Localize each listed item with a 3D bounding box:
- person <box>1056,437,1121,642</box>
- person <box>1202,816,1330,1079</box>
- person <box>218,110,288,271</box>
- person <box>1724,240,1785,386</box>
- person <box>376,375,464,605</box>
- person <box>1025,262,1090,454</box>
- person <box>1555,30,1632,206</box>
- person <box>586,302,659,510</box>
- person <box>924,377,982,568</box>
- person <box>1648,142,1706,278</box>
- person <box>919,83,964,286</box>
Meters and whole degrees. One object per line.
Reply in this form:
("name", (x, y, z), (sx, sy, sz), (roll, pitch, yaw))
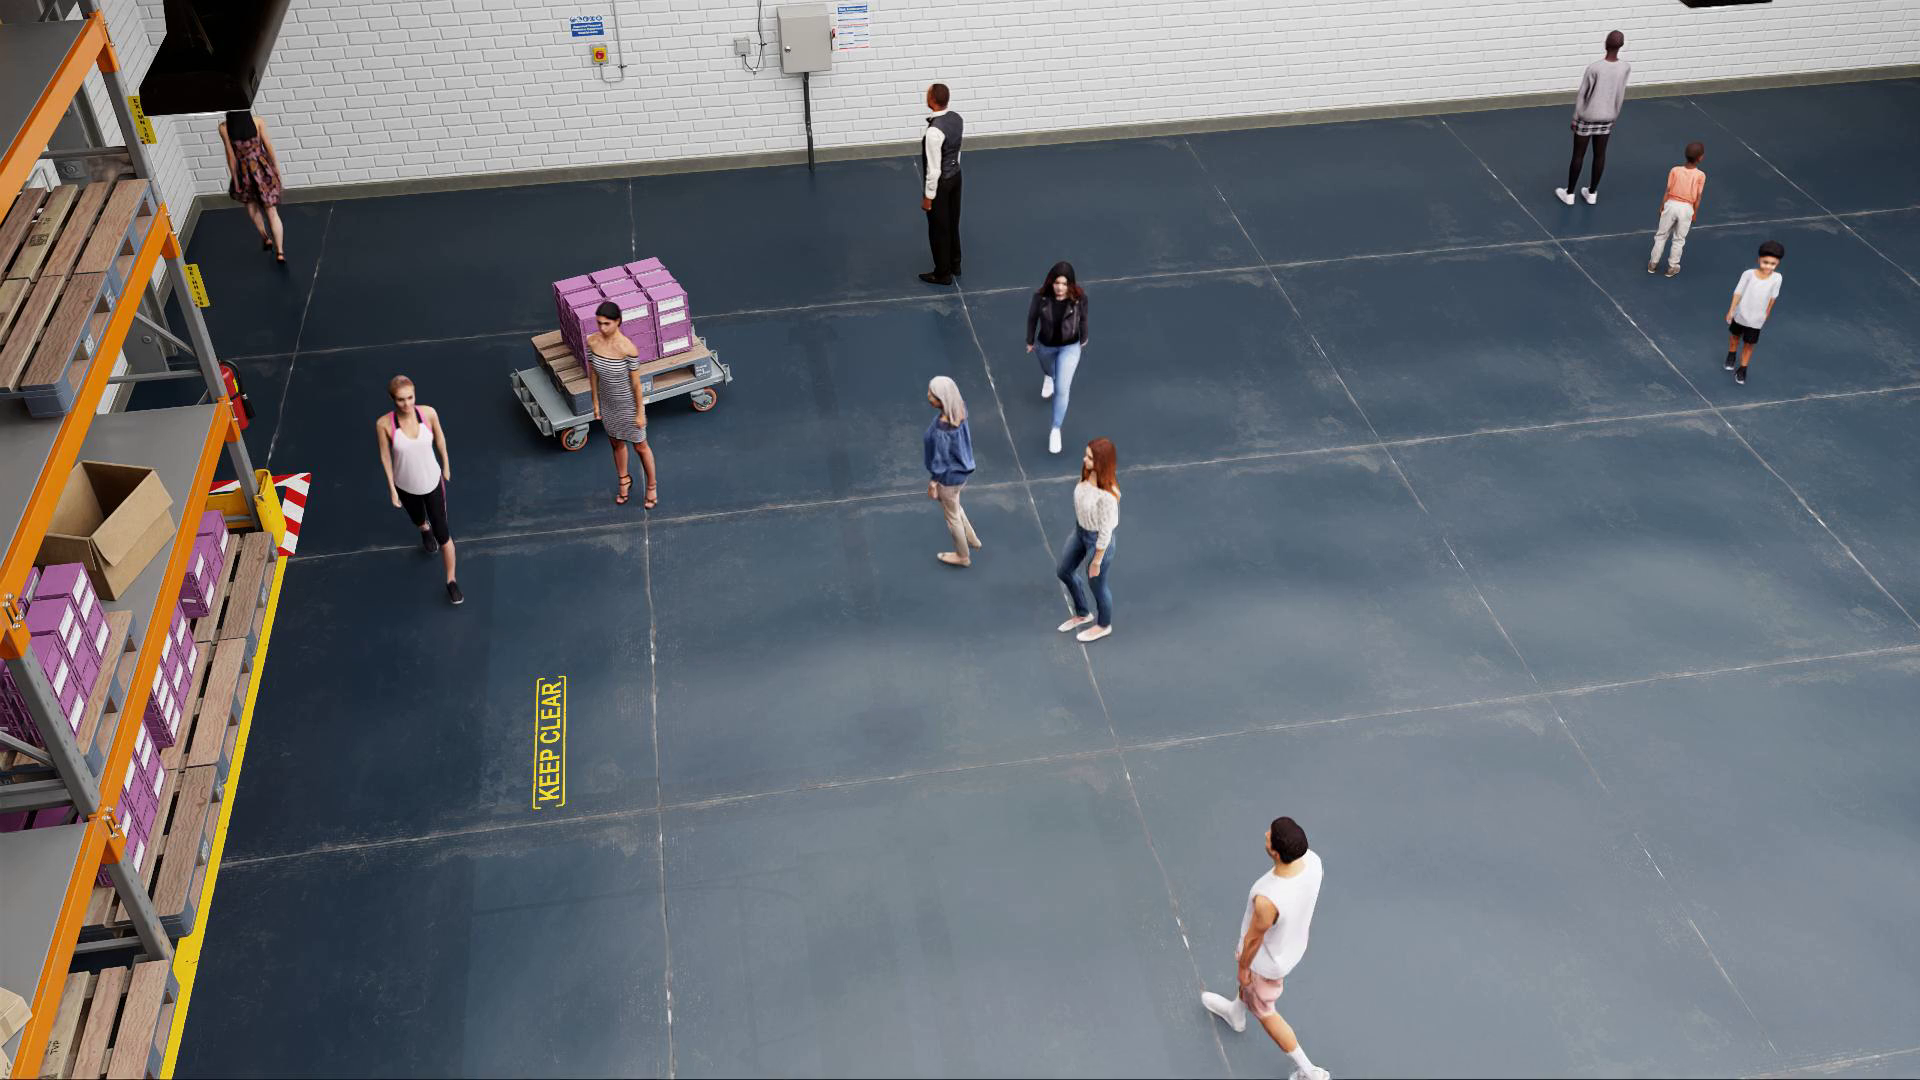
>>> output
("person", (0.992, -0.008, 11.324), (0.719, 1.716, 0.603), (-14, 41, -16))
("person", (1.675, 2.155, 8.579), (1.191, 1.762, 1.045), (31, 48, 33))
("person", (-6.518, -3.321, 15.440), (0.761, 1.757, 0.841), (-20, 43, -23))
("person", (6.759, -2.011, 14.212), (0.710, 1.242, 0.803), (18, 42, 21))
("person", (-3.874, -0.444, 11.839), (0.770, 1.755, 1.176), (-14, 41, -17))
("person", (0.793, -1.597, 13.439), (0.942, 1.559, 1.324), (7, 39, 9))
("person", (6.323, -4.186, 16.513), (0.624, 1.770, 0.537), (-3, 39, -4))
("person", (-2.532, -1.003, 12.489), (0.675, 1.817, 0.696), (13, 40, 16))
("person", (0.022, -0.445, 11.898), (0.802, 1.682, 0.709), (15, 41, 18))
("person", (6.700, -3.083, 15.500), (0.568, 1.311, 0.621), (21, 43, 24))
("person", (-0.164, -3.259, 15.233), (0.840, 1.918, 0.752), (19, 42, 22))
